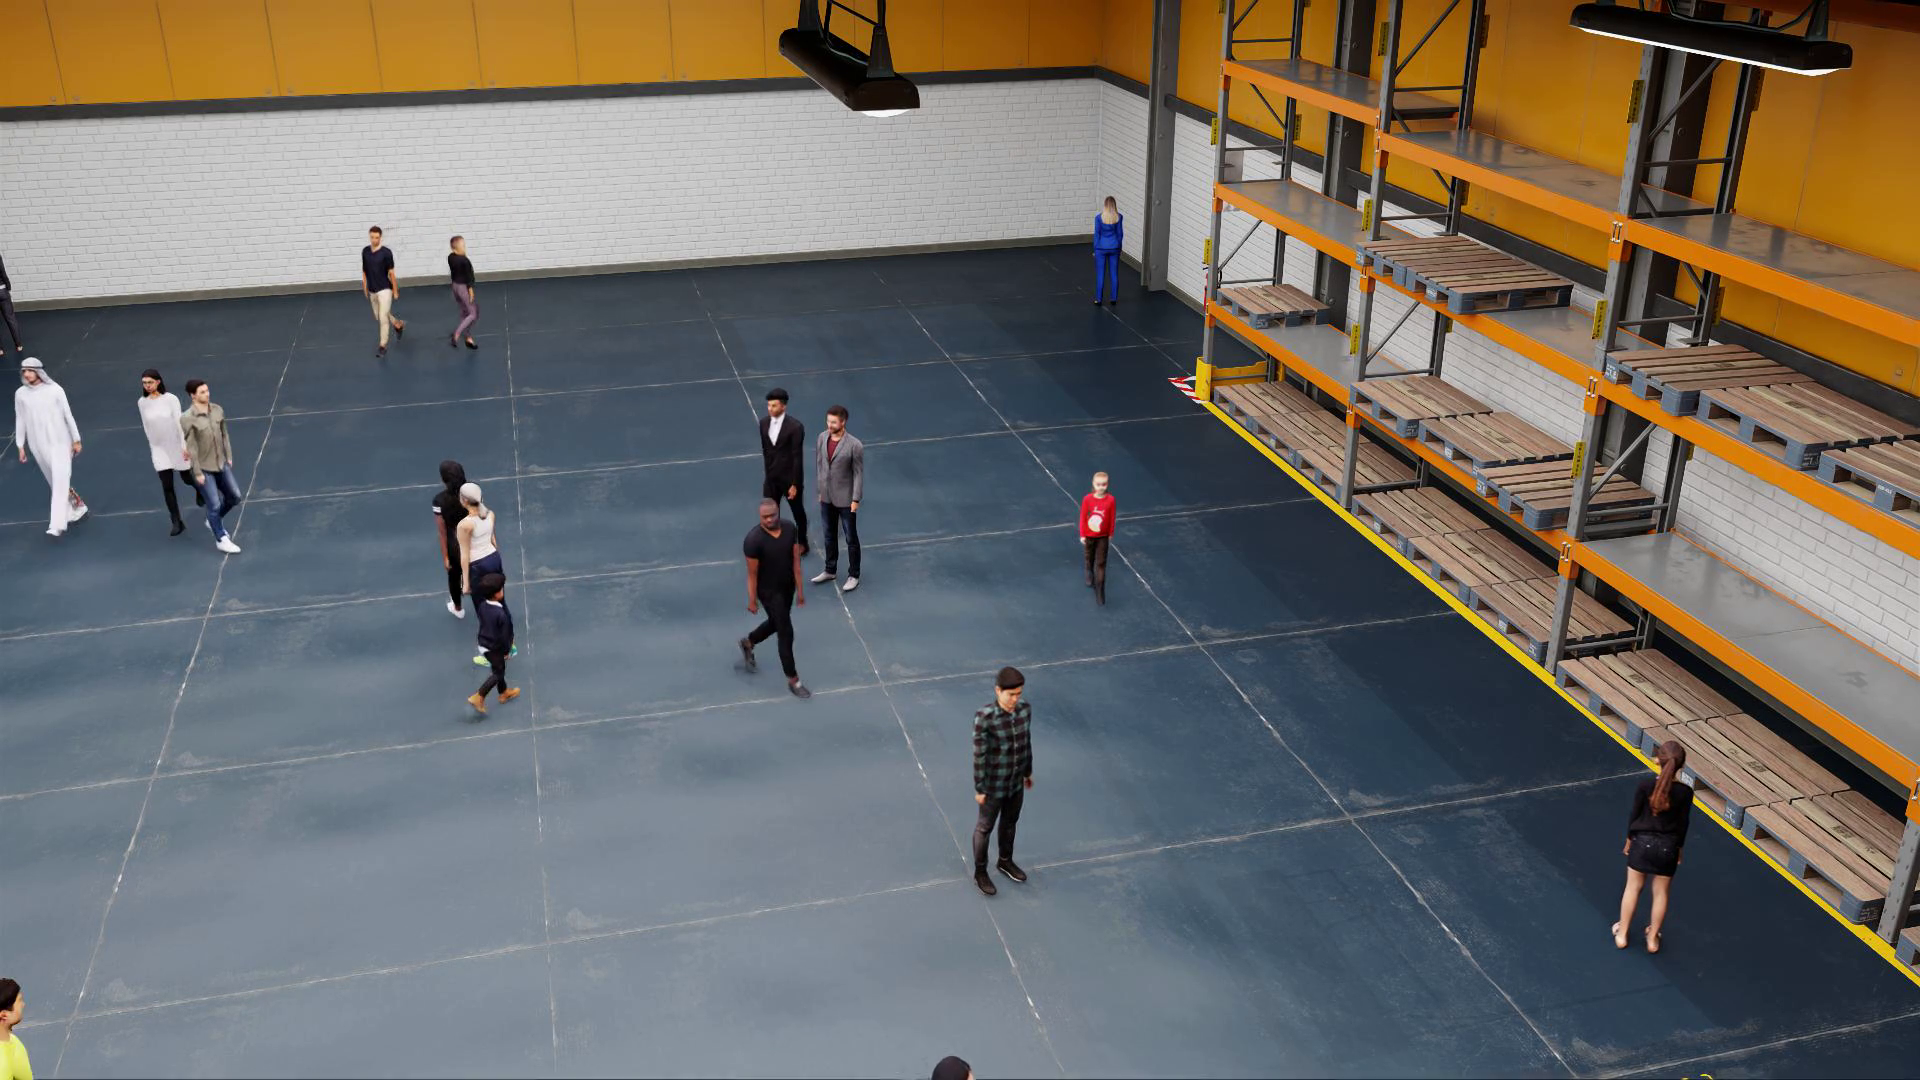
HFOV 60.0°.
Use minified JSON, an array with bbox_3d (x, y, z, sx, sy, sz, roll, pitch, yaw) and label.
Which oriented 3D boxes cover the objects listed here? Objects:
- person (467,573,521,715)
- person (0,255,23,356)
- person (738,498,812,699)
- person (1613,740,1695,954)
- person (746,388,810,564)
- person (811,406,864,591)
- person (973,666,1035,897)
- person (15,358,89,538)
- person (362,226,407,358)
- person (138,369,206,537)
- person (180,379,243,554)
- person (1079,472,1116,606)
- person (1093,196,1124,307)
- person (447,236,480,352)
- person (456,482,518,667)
[{"bbox_3d":[-3.988,0.888,14.055,0.798,1.206,0.797,20,31,39],"label":"person"},{"bbox_3d":[-13.612,-3.490,23.421,0.691,1.726,0.686,-22,32,-40],"label":"person"},{"bbox_3d":[-1.648,0.444,14.361,1.294,1.775,1.076,21,31,39],"label":"person"},{"bbox_3d":[4.614,2.022,11.025,0.627,1.556,0.680,10,25,21],"label":"person"},{"bbox_3d":[-1.704,-0.653,16.788,1.139,1.841,1.218,12,26,25],"label":"person"},{"bbox_3d":[-1.184,-0.431,16.240,0.774,1.873,0.835,13,27,28],"label":"person"},{"bbox_3d":[0.279,1.644,11.630,0.741,1.713,0.665,-17,29,-33],"label":"person"},{"bbox_3d":[-9.563,-1.016,17.571,0.886,1.879,1.305,-2,24,-4],"label":"person"},{"bbox_3d":[-8.093,-3.520,23.371,0.972,1.821,1.176,6,24,13],"label":"person"},{"bbox_3d":[-8.309,-0.977,17.603,0.726,1.783,1.107,-2,24,-4],"label":"person"},{"bbox_3d":[-7.749,-0.769,17.036,0.964,1.855,0.903,11,26,23],"label":"person"},{"bbox_3d":[1.319,-0.070,16.189,0.681,1.253,0.975,1,24,2],"label":"person"},{"bbox_3d":[2.285,-4.466,25.685,0.629,1.701,0.567,-4,24,-9],"label":"person"},{"bbox_3d":[-7.037,-3.426,23.356,0.864,1.661,0.906,16,28,32],"label":"person"},{"bbox_3d":[-4.223,0.297,14.792,0.750,1.699,0.676,10,26,22],"label":"person"}]
